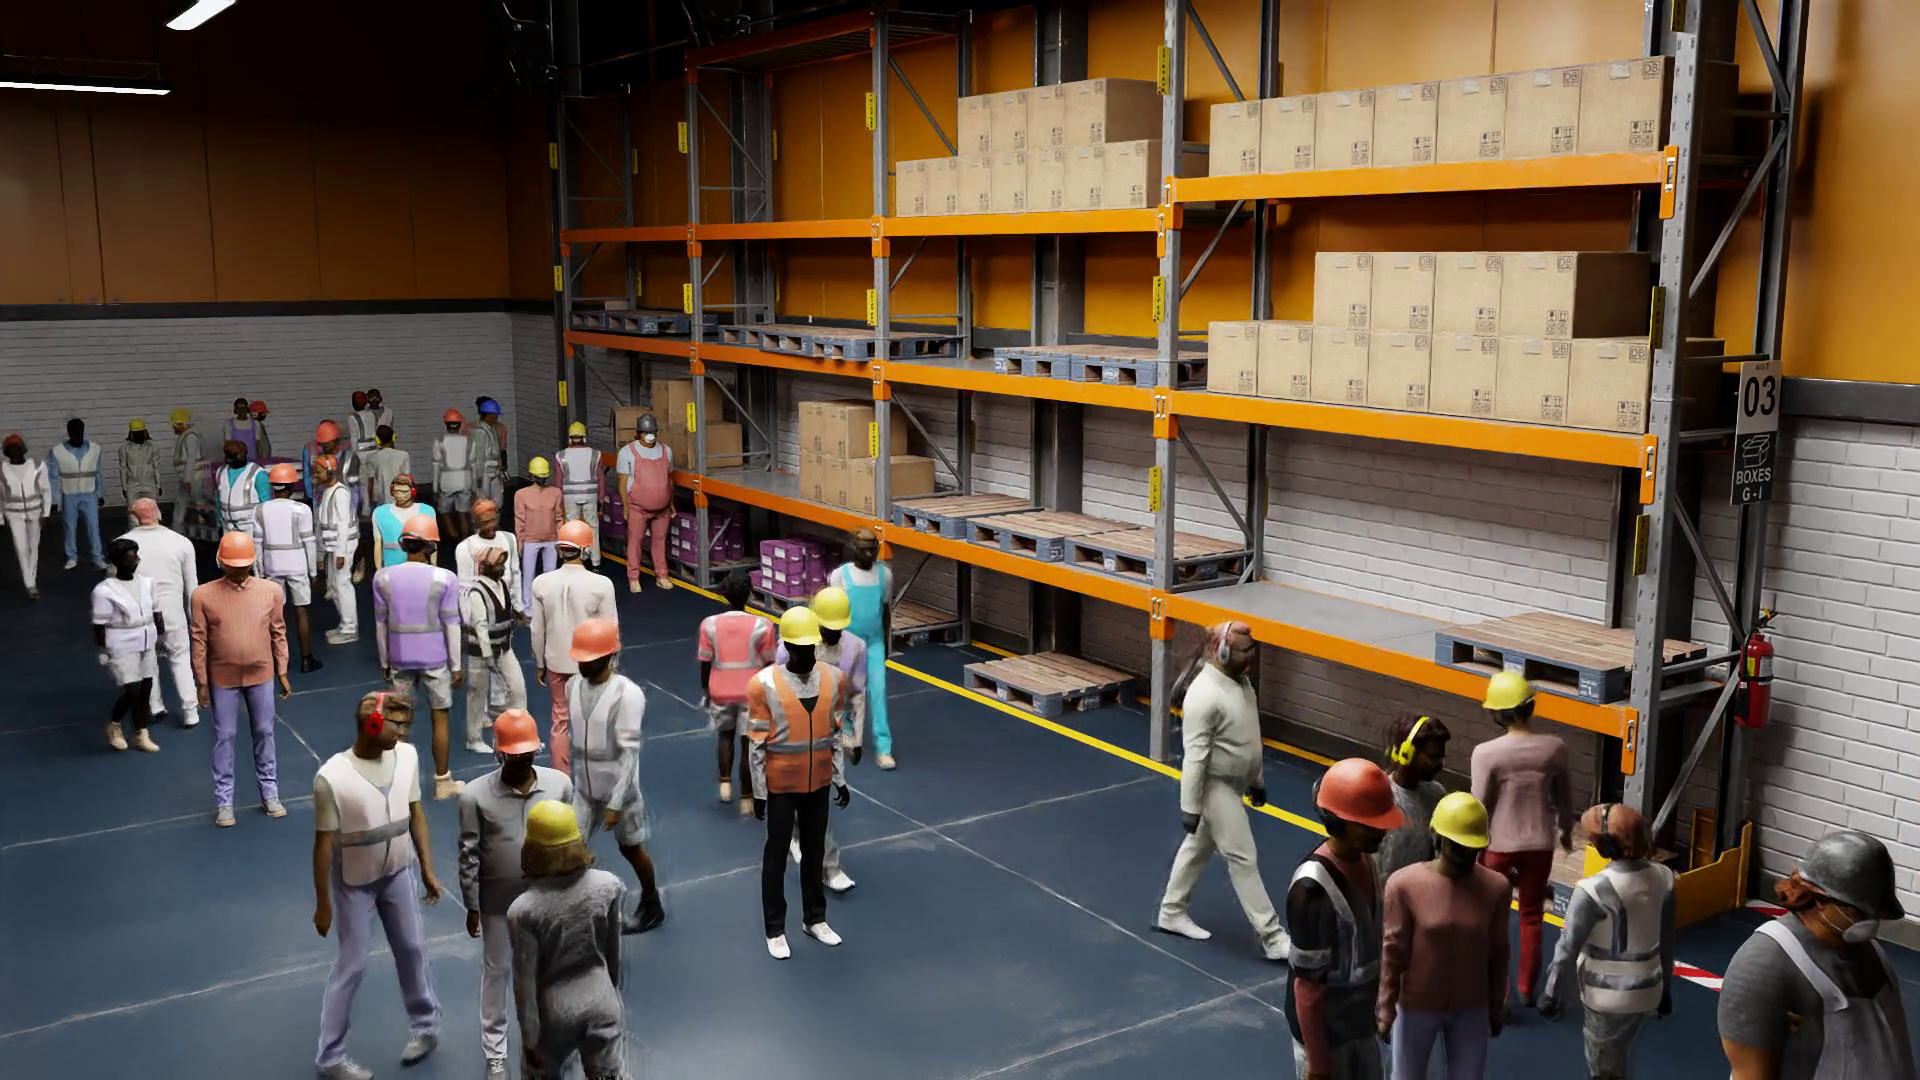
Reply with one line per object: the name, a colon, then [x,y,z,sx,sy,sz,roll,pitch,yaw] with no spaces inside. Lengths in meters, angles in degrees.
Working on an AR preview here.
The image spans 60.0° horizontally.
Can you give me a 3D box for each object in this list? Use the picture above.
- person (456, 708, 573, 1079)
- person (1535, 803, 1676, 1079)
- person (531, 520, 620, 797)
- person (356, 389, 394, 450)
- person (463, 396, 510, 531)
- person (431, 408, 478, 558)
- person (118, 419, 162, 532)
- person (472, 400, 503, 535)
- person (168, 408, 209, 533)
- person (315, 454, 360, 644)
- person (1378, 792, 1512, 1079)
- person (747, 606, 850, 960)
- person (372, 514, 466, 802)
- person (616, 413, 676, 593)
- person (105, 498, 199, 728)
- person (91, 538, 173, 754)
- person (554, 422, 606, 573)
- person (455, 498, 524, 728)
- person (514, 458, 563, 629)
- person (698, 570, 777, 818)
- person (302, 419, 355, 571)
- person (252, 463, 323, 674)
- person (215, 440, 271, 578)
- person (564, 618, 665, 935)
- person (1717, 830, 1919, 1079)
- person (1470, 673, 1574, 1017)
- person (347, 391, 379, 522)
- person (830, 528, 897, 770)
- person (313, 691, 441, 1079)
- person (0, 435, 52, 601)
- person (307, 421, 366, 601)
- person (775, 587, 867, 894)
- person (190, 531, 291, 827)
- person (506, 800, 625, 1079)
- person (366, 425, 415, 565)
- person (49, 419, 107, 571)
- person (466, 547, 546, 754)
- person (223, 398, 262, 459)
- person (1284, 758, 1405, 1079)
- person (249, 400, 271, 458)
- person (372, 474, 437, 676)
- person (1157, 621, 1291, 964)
person: [-2.024,1.629,7.691,0.563,1.753,0.327,-6,12,-33]
person: [2.639,1.853,6.769,0.526,1.618,0.481,-6,11,-30]
person: [-2.651,0.852,11.548,0.617,1.993,0.396,1,10,7]
person: [-8.740,-1.346,24.891,0.564,1.844,0.388,-6,12,-33]
person: [-6.311,-0.944,22.176,0.604,1.966,0.366,-6,12,-33]
person: [-6.332,-0.681,20.797,0.613,1.913,0.458,-6,11,-31]
person: [-10.489,-0.687,21.320,0.484,1.745,0.298,-6,12,-33]
person: [-6.213,-0.876,21.907,0.440,1.921,0.710,0,10,1]
person: [-10.397,-0.864,22.211,0.836,1.788,0.635,-6,11,-32]
person: [-6.134,0.085,16.414,0.360,1.876,0.568,-6,11,-32]
person: [1.902,1.812,6.611,0.539,1.746,0.651,0,10,-2]
person: [-0.870,1.305,9.085,0.585,1.929,0.370,-6,12,-33]
person: [-3.773,0.824,11.653,0.610,2.028,0.420,0,10,2]
person: [-3.525,-0.427,18.925,0.674,2.000,0.535,-6,12,-33]
person: [-6.504,0.601,13.444,0.669,1.855,0.609,-6,11,-30]
person: [-6.293,0.814,12.676,0.360,1.685,0.538,4,10,22]
person: [-4.565,-0.505,20.000,0.599,1.827,0.403,-3,10,-16]
person: [-3.821,0.580,13.526,0.380,1.877,0.594,7,12,35]
person: [-4.311,0.024,17.109,0.524,1.760,0.327,-6,12,-33]
person: [-1.499,1.046,11.319,0.537,1.680,0.401,1,10,6]
person: [-7.661,-0.555,20.277,0.621,1.838,0.429,-6,12,-33]
person: [-6.138,0.260,15.196,0.552,1.934,0.373,0,10,-2]
person: [-7.754,-0.164,17.975,0.625,1.840,0.430,2,10,13]
person: [-1.961,1.340,9.053,0.581,1.881,0.972,5,11,27]
person: [2.756,1.893,5.305,0.674,2.000,0.535,-6,12,-33]
person: [2.817,1.535,8.334,0.603,1.739,0.510,-1,10,-5]
person: [-8.569,-1.200,23.921,0.349,1.882,0.577,4,10,22]
person: [-0.741,0.780,12.579,0.496,1.797,0.953,-3,10,-18]
person: [-2.765,1.592,7.753,0.470,1.811,0.608,6,11,30]
person: [-10.417,-0.251,18.510,0.565,1.827,1.001,-7,12,-34]
person: [-6.998,-0.371,18.752,0.593,2.000,0.952,-1,10,-4]
person: [-0.876,1.176,10.119,0.667,1.837,1.025,-6,11,-32]
person: [-4.823,0.919,11.182,0.611,1.986,0.393,-6,12,-33]
person: [-1.569,1.847,6.587,0.504,1.701,0.888,-7,12,-36]
person: [-6.647,-0.424,19.473,0.541,1.849,0.380,-2,10,-14]
person: [-10.684,-0.536,20.151,0.622,1.863,0.837,-9,13,-43]
person: [-3.492,0.858,12.648,0.716,1.612,0.525,4,10,20]
person: [-10.002,-1.067,23.255,0.505,1.847,0.344,-6,12,-33]
person: [1.405,1.767,6.101,0.408,2.028,0.619,6,11,32]
person: [-10.061,-1.138,23.942,0.331,1.752,0.567,-2,10,-13]
person: [-5.066,0.303,15.232,0.563,1.839,0.393,-5,11,-26]
person: [1.503,1.349,9.029,0.980,1.850,0.669,5,11,26]
